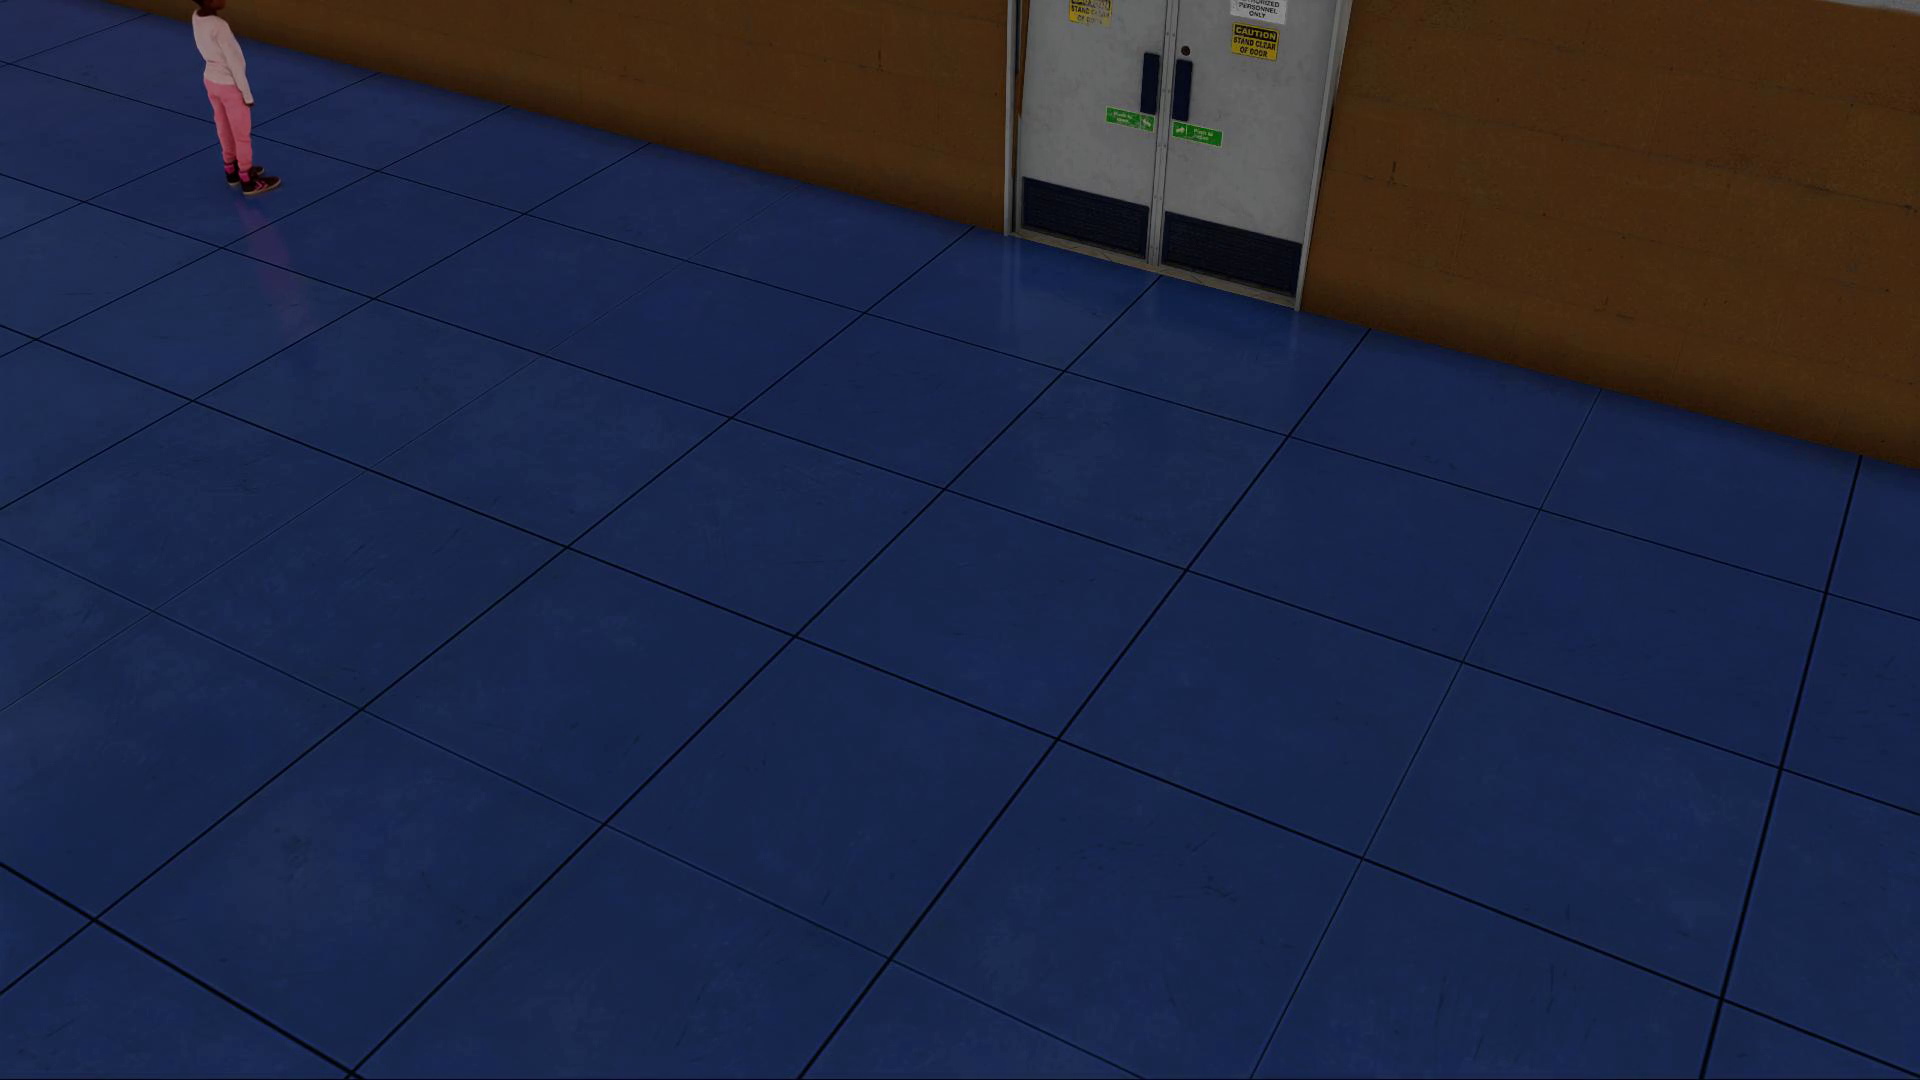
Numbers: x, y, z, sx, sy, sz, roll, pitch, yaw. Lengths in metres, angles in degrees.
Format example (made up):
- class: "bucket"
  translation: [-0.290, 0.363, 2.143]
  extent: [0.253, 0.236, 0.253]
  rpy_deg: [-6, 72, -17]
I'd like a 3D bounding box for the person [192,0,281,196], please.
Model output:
- class: "person"
  translation: [-4.808, -2.991, 10.875]
  extent: [0.578, 1.444, 0.559]
  rpy_deg: [29, 45, 33]
